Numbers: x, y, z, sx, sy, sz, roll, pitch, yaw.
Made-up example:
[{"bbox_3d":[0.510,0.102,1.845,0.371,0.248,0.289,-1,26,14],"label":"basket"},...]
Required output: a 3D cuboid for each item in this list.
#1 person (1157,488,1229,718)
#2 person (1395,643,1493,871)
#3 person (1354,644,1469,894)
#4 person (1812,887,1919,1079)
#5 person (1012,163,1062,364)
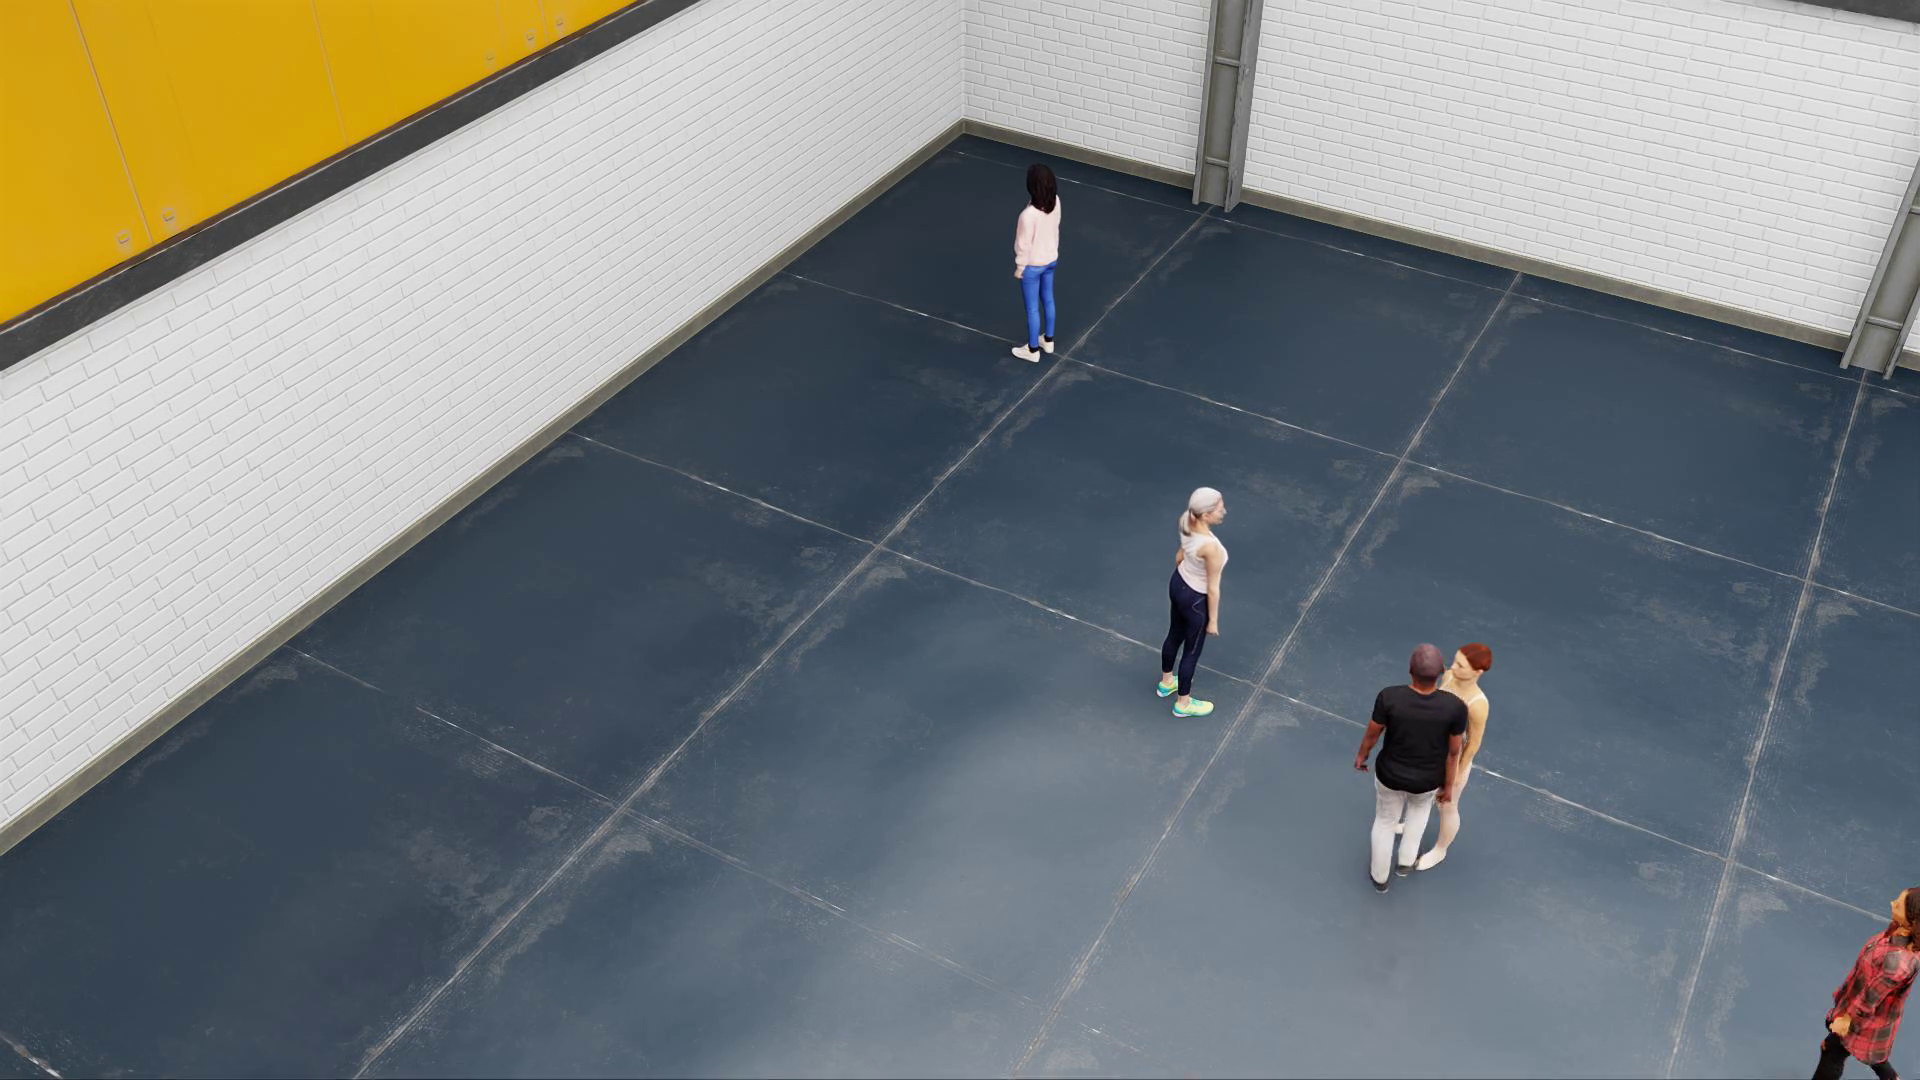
[{"bbox_3d":[1.460,0.378,10.494,0.751,1.701,0.668,-14,41,-17],"label":"person"},{"bbox_3d":[2.787,1.210,9.499,0.675,1.643,0.603,-11,40,-14],"label":"person"},{"bbox_3d":[2.477,1.348,9.206,0.749,1.793,0.855,8,39,10],"label":"person"},{"bbox_3d":[4.491,2.318,8.074,0.821,1.690,0.631,23,44,26],"label":"person"},{"bbox_3d":[0.655,-2.297,13.788,0.631,1.769,0.697,31,48,33],"label":"person"}]
